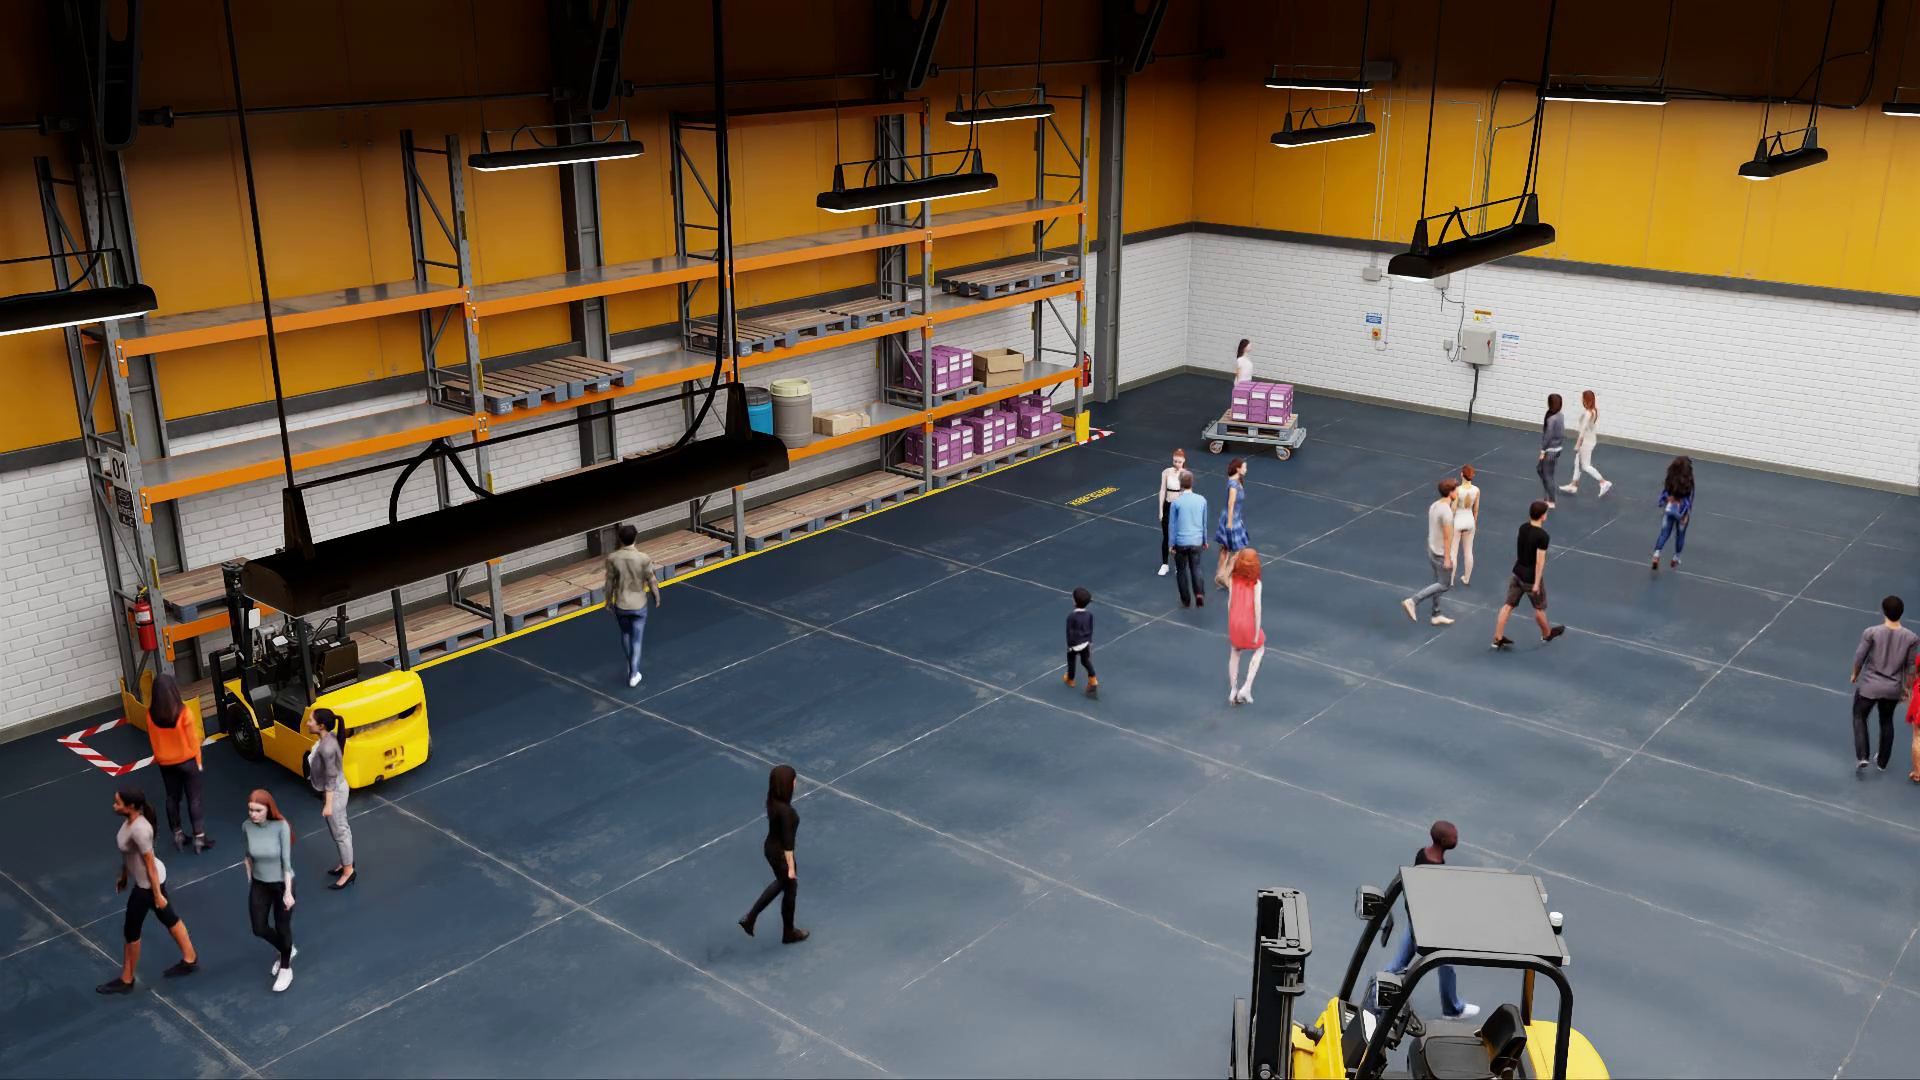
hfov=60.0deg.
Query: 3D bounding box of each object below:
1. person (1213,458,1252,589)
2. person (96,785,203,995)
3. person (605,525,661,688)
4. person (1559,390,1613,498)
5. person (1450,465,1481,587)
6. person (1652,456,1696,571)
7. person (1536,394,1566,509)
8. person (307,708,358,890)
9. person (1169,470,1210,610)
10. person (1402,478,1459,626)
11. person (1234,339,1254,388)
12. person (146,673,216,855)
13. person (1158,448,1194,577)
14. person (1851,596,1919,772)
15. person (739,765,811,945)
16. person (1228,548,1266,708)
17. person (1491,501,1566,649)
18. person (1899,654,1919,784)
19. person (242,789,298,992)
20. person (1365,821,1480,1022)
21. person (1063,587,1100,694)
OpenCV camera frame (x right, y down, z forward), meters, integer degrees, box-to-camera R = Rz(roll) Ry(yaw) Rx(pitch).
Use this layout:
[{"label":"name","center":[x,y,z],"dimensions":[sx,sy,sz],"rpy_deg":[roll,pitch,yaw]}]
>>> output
[{"label":"person","center":[3.462,-0.196,21.656],"dimensions":[0.884,1.794,0.816],"rpy_deg":[1,19,2]},{"label":"person","center":[-6.325,2.707,13.156],"dimensions":[1.082,1.717,0.864],"rpy_deg":[-9,20,-24]},{"label":"person","center":[-3.724,0.770,18.715],"dimensions":[1.044,1.841,1.127],"rpy_deg":[0,19,1]},{"label":"person","center":[9.734,-1.472,25.621],"dimensions":[0.831,1.682,1.009],"rpy_deg":[9,21,26]},{"label":"person","center":[6.616,-0.198,21.898],"dimensions":[0.598,1.644,0.679],"rpy_deg":[-4,19,-11]},{"label":"person","center":[9.582,-0.322,22.345],"dimensions":[0.619,1.593,1.021],"rpy_deg":[15,24,38]},{"label":"person","center":[9.013,-1.330,25.100],"dimensions":[0.702,1.746,0.570],"rpy_deg":[13,22,33]},{"label":"person","center":[-5.493,2.244,14.593],"dimensions":[0.750,1.678,0.722],"rpy_deg":[-6,20,-18]},{"label":"person","center":[2.894,0.038,20.962],"dimensions":[0.918,1.793,0.971],"rpy_deg":[-2,19,-6]},{"label":"person","center":[5.806,0.172,20.441],"dimensions":[1.057,1.872,1.015],"rpy_deg":[1,19,2]},{"label":"person","center":[4.872,-2.695,29.263],"dimensions":[0.763,1.676,0.630],"rpy_deg":[7,20,20]},{"label":"person","center":[-7.101,2.030,15.120],"dimensions":[0.703,1.748,0.709],"rpy_deg":[4,19,10]},{"label":"person","center":[2.881,-0.377,22.265],"dimensions":[0.667,1.749,0.673],"rpy_deg":[4,19,11]},{"label":"person","center":[9.205,1.475,16.633],"dimensions":[0.849,1.832,0.911],"rpy_deg":[7,20,19]},{"label":"person","center":[-1.538,2.599,13.614],"dimensions":[0.918,1.630,0.770],"rpy_deg":[-10,21,-26]},{"label":"person","center":[3.044,0.985,18.115],"dimensions":[0.606,1.816,0.576],"rpy_deg":[14,23,35]},{"label":"person","center":[6.641,0.454,19.707],"dimensions":[1.309,1.805,1.045],"rpy_deg":[-8,20,-22]},{"label":"person","center":[9.604,1.662,16.497],"dimensions":[0.798,1.565,1.026],"rpy_deg":[6,19,17]},{"label":"person","center":[-5.367,2.710,13.125],"dimensions":[0.720,1.731,0.775],"rpy_deg":[3,19,8]},{"label":"person","center":[3.435,2.910,12.566],"dimensions":[1.190,1.708,1.088],"rpy_deg":[-3,19,-8]},{"label":"person","center":[1.371,1.133,18.625],"dimensions":[0.821,1.211,0.747],"rpy_deg":[-10,21,-26]}]
